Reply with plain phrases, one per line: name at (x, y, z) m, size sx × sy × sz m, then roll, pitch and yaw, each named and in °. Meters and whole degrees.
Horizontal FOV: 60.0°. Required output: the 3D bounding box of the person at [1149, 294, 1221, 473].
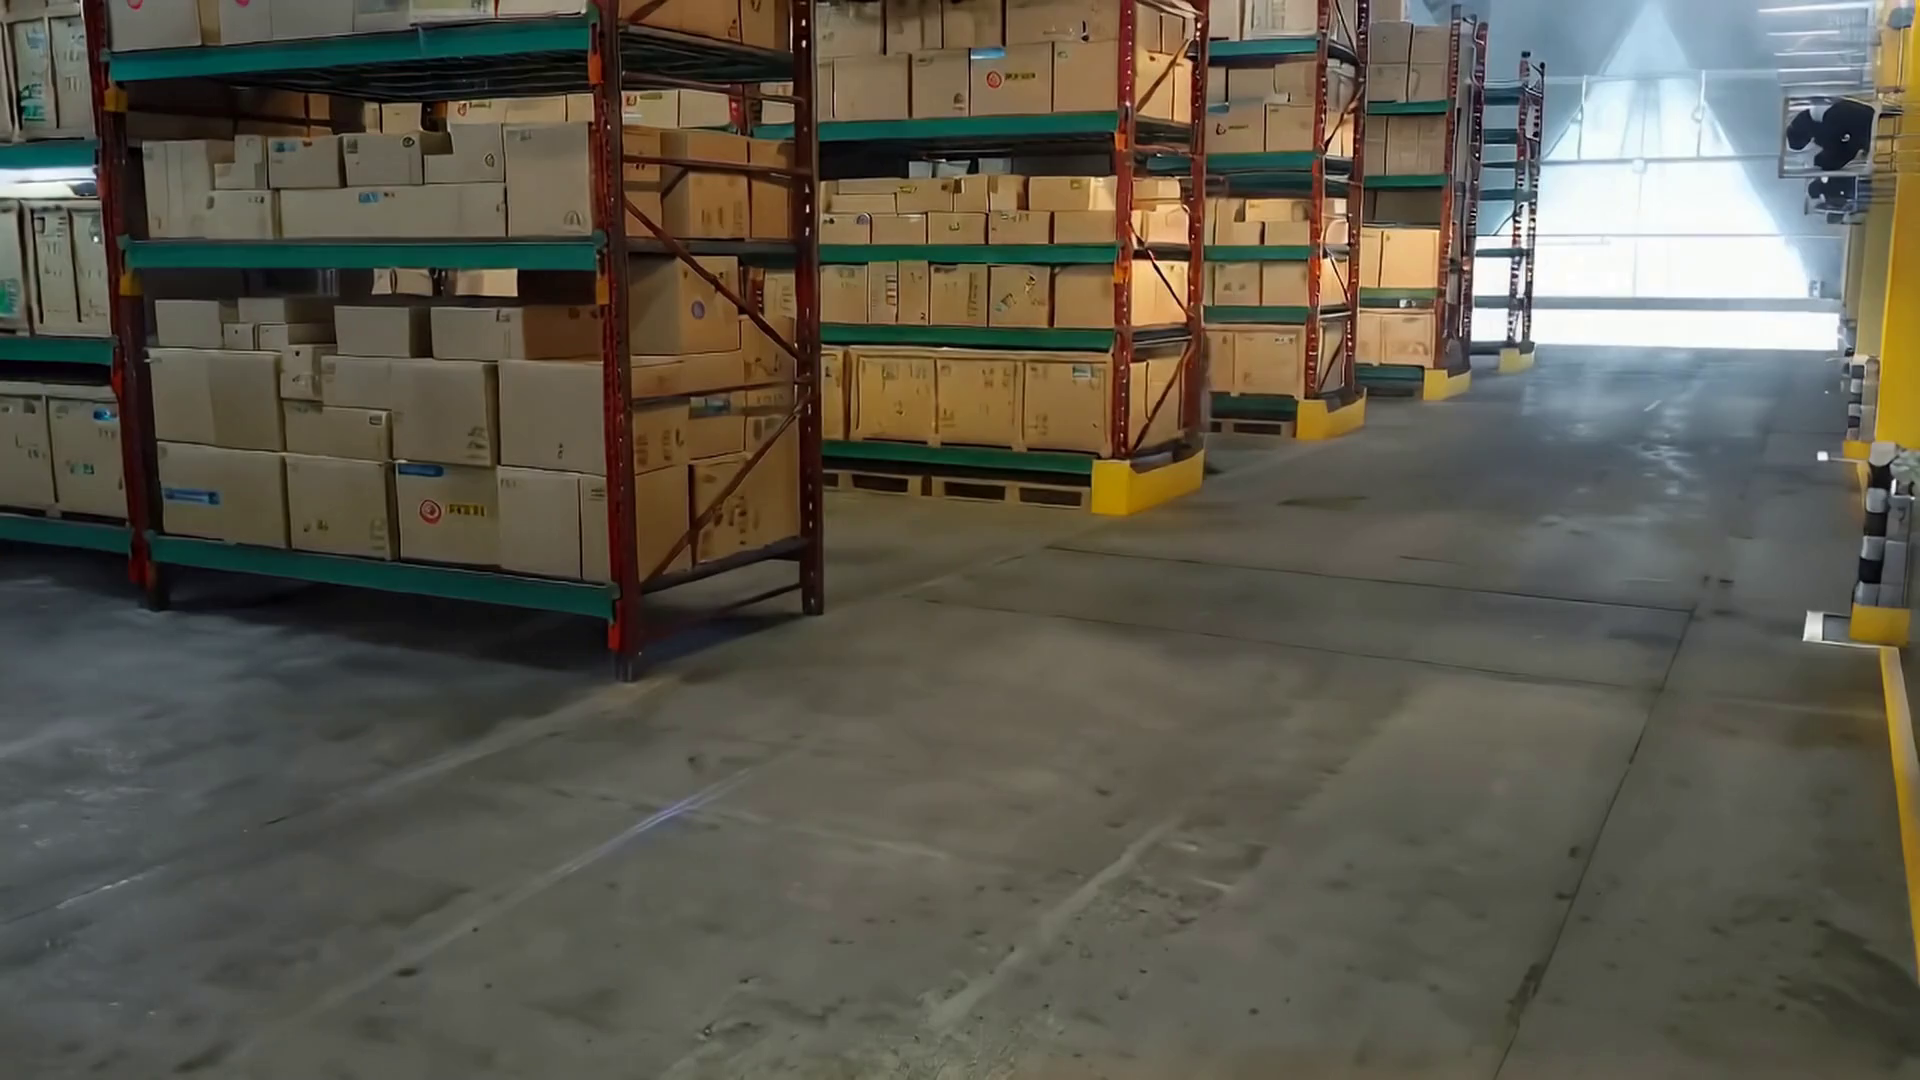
person at (2.415, -1.686, 17.799) m, size 0.621 × 1.924 × 0.831 m, roll -9°, pitch 13°, yaw -42°

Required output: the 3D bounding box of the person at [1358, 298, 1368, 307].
person at (7.752, -4.305, 32.937) m, size 0.624 × 1.930 × 0.373 m, roll 2°, pitch 10°, yaw 10°
